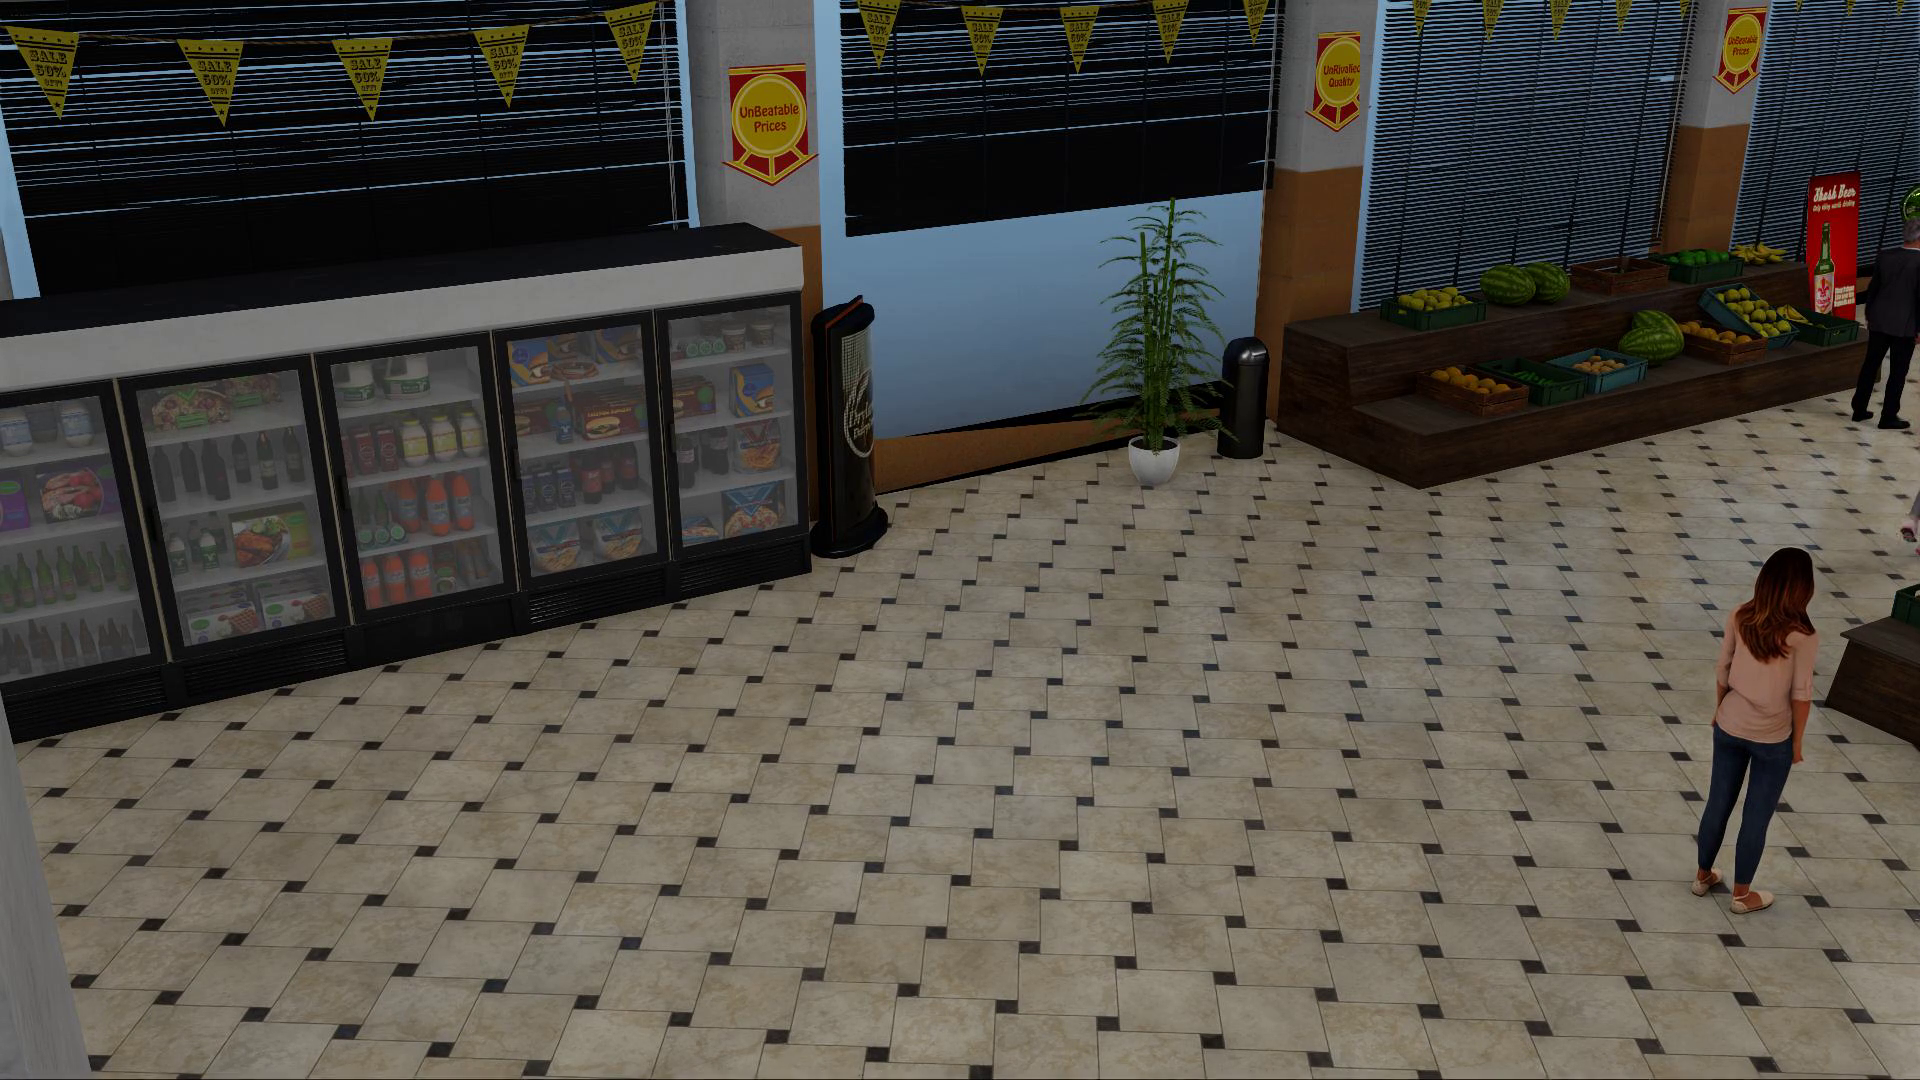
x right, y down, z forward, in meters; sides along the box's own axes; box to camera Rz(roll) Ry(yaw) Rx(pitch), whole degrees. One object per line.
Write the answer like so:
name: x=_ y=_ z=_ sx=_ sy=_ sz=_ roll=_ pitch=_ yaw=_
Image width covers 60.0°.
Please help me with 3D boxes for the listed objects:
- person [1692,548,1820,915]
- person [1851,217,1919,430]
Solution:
person: x=3.637 y=0.872 z=7.614 sx=0.548 sy=1.792 sz=0.606 roll=-15 pitch=26 yaw=-33
person: x=8.124 y=-1.894 z=14.432 sx=0.573 sy=1.841 sz=0.721 roll=-11 pitch=25 yaw=-26
